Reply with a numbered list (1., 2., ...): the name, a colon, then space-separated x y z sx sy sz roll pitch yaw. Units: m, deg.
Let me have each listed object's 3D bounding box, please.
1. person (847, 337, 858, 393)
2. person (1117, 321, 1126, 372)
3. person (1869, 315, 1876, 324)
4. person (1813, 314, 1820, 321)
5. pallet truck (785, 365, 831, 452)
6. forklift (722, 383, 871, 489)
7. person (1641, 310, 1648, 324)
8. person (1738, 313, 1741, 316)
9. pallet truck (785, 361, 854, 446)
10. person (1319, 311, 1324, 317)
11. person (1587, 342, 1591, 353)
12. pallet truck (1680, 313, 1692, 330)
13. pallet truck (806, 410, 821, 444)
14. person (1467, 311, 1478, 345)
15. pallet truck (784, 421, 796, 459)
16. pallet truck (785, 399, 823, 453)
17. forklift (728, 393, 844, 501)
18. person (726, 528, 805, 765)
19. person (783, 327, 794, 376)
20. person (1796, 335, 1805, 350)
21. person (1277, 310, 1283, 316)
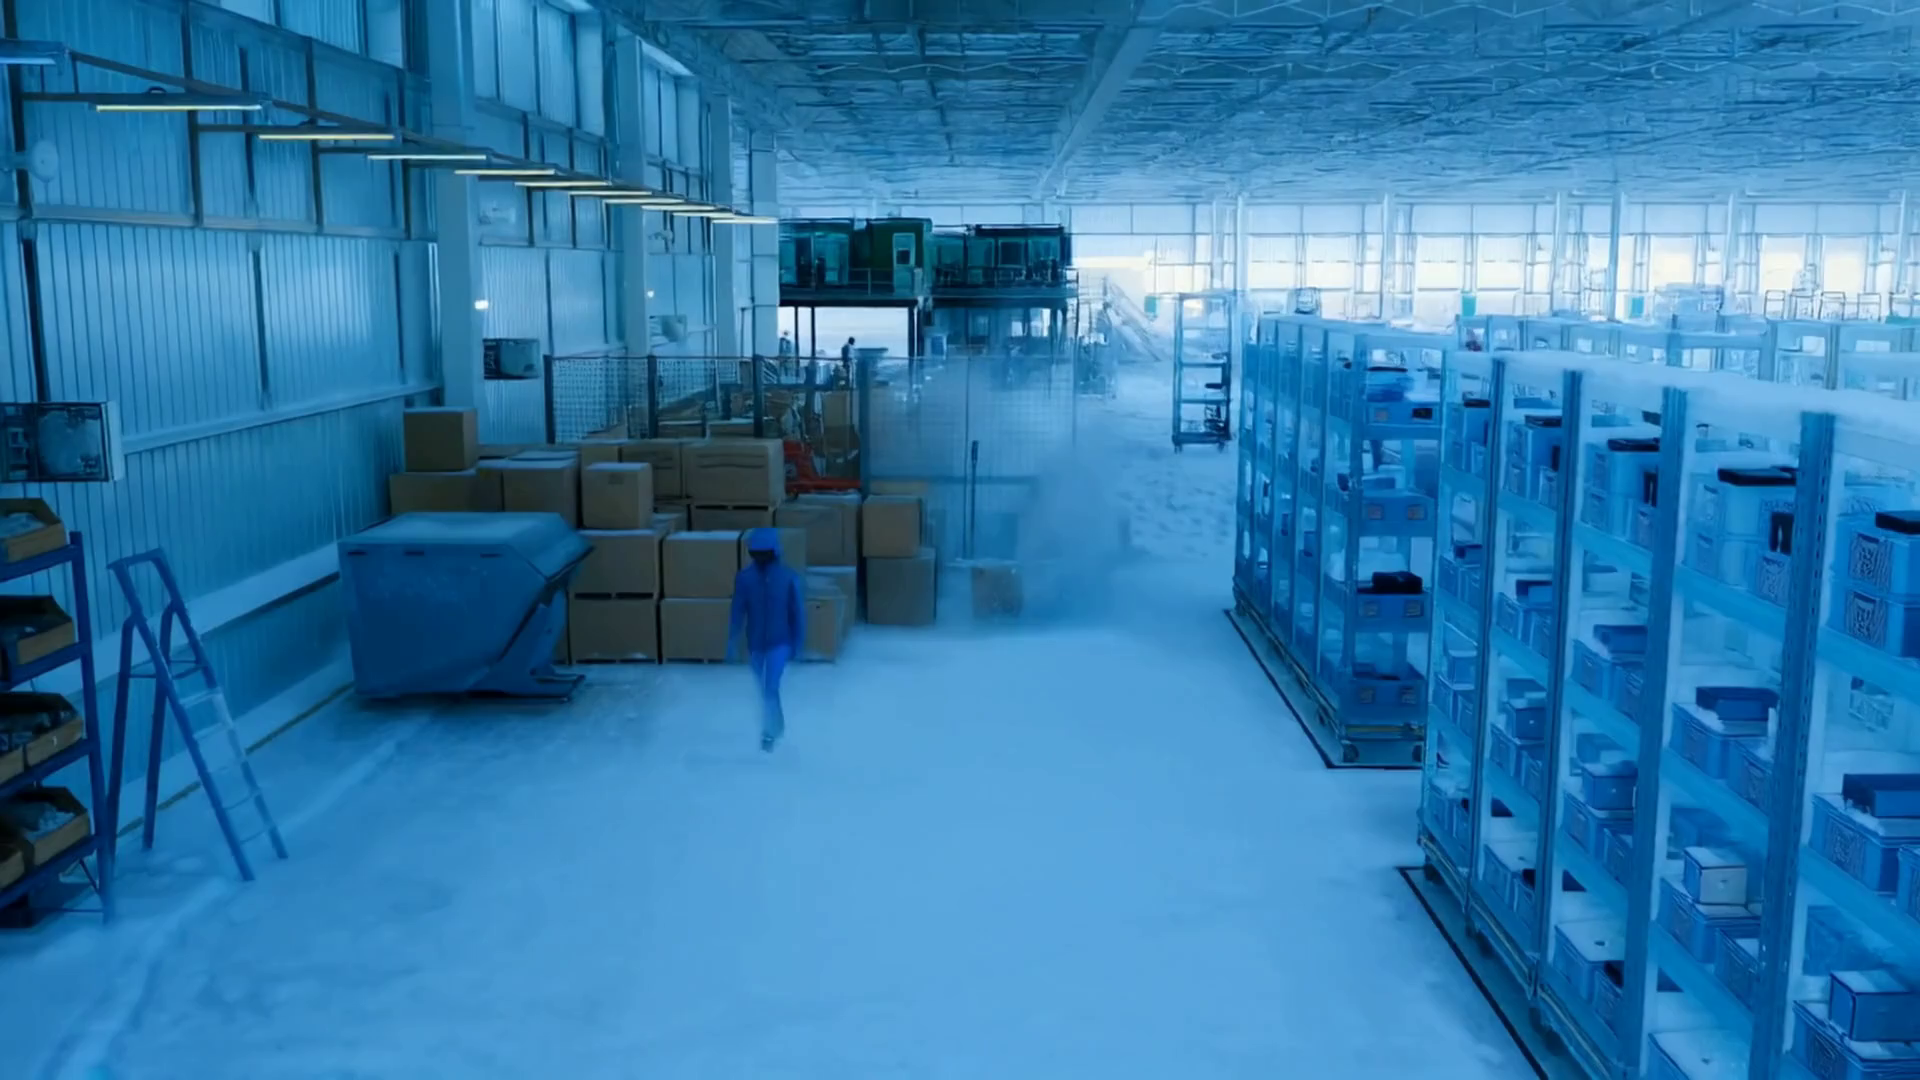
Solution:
1. person: -3.616 -5.858 55.765 0.353 1.884 0.577 0 9 1
2. person: 6.601 -7.877 67.731 0.376 2.043 0.609 0 9 1
3. person: 49.125 -11.263 89.538 0.295 1.744 0.488 0 9 1
4. person: 45.657 -11.173 88.706 0.450 1.827 0.534 0 9 -1
5. pallet truck: -3.774 -2.976 37.635 1.885 1.965 0.823 1 9 5
6. forklift: -2.893 -1.687 28.729 2.680 1.987 1.157 0 9 -1
7. person: 36.675 -11.322 89.123 0.374 1.997 0.614 0 9 1
8. person: 40.982 -11.010 87.589 0.326 1.871 0.520 0 9 1
9. pallet truck: -3.410 -3.193 38.978 1.885 1.965 0.823 0 9 -1
10. person: 20.708 -12.261 95.437 0.652 1.827 0.454 -9 13 -43
11. person: 23.834 -7.020 62.448 0.535 2.000 0.709 2 9 14
12. pallet truck: 36.315 -10.531 84.244 0.823 1.965 1.885 -6 11 -33
13. pallet truck: -3.559 -2.018 33.905 1.522 1.261 0.704 0 9 -1
14. person: 27.716 -11.445 90.182 0.871 1.889 0.619 5 10 26
15. pallet truck: -4.013 -1.793 32.705 1.601 1.201 0.680 0 9 1
16. pallet truck: -3.814 -2.432 36.419 1.630 1.274 0.653 0 9 1
17. forklift: -2.979 -1.316 26.476 2.680 1.987 1.157 0 9 1
18. person: -1.679 0.884 13.911 0.641 1.960 0.823 4 10 22
19. person: -6.640 -7.262 64.440 0.633 1.912 0.570 -1 9 -6
20. person: 33.643 -7.529 66.650 0.318 1.696 0.537 0 9 1
21. person: 17.288 -11.491 90.170 0.381 1.994 0.614 0 9 1
